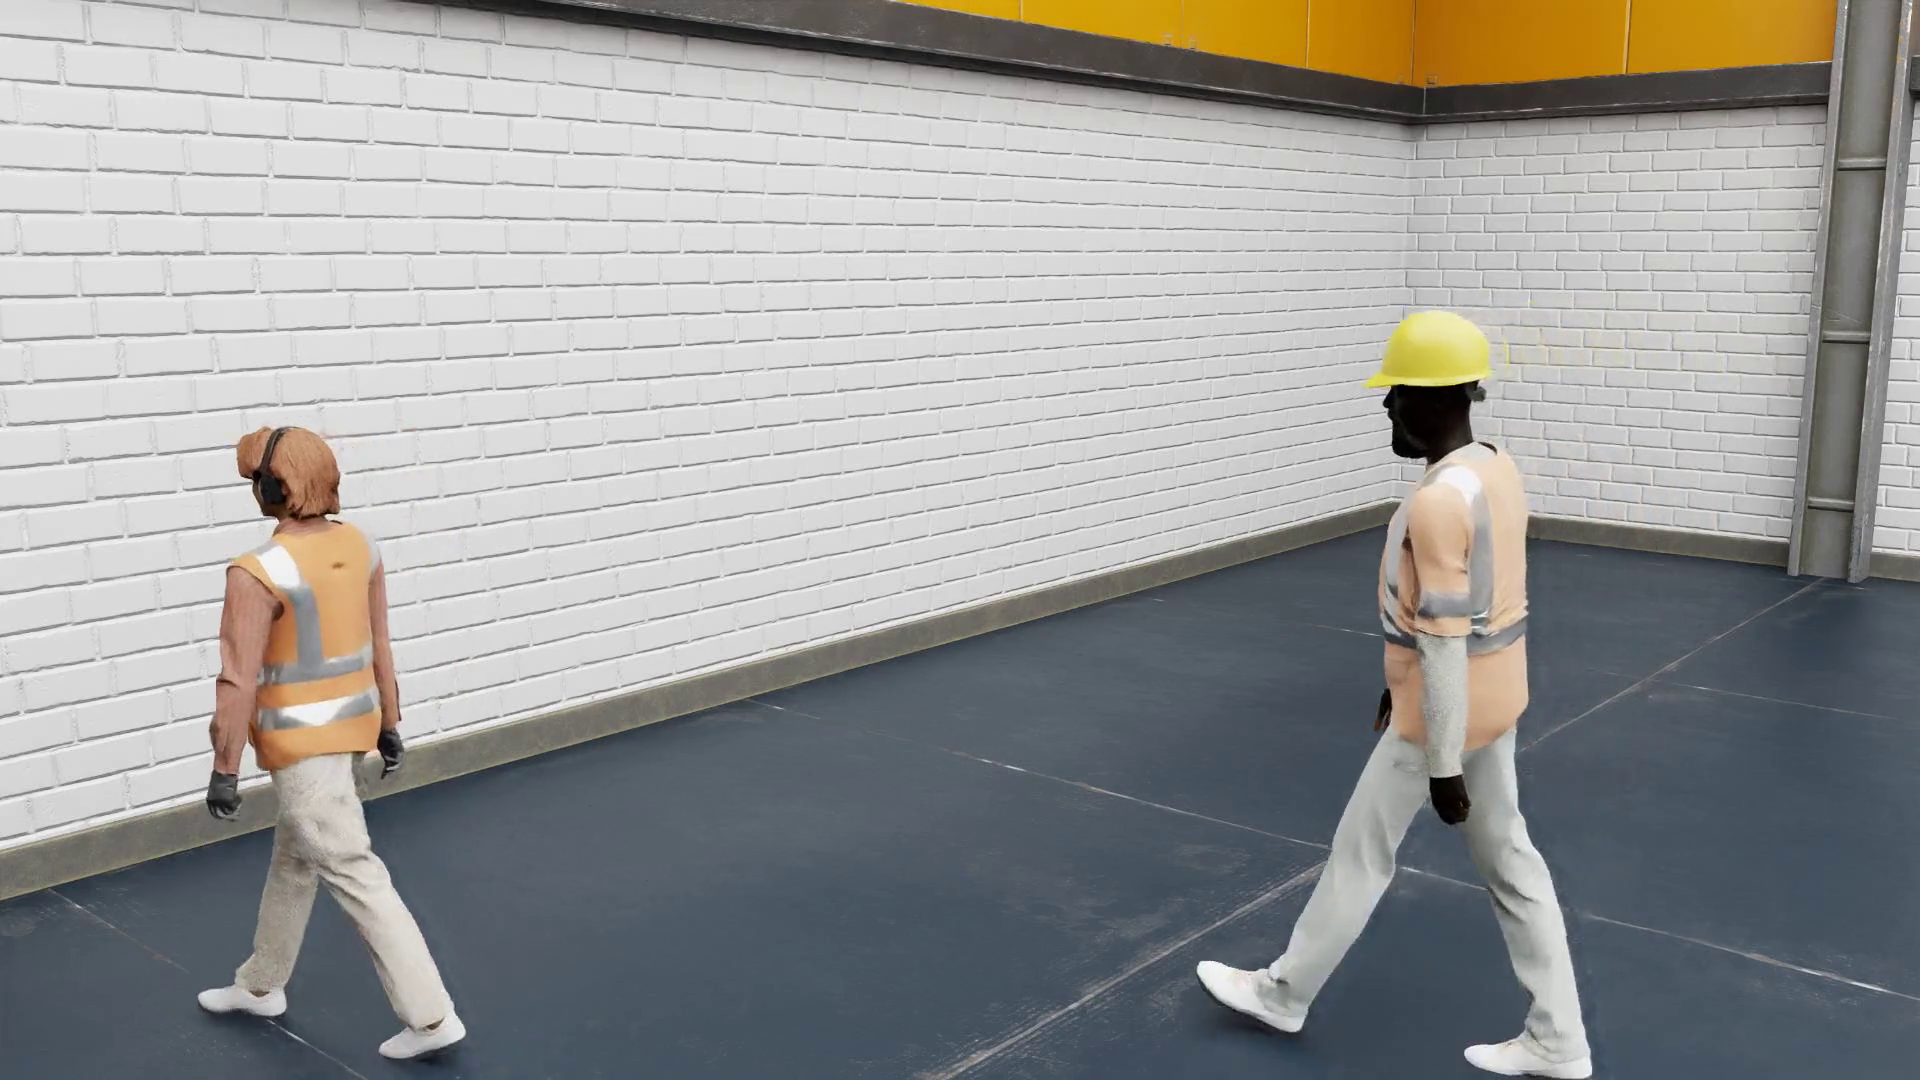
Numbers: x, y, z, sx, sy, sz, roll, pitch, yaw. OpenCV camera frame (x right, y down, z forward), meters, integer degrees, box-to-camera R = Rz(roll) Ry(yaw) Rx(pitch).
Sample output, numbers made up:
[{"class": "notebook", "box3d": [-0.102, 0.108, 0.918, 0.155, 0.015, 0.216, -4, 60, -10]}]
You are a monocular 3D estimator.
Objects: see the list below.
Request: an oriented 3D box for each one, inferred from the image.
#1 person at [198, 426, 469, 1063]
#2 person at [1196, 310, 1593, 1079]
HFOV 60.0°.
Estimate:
[{"class": "person", "box3d": [-1.600, 0.510, 4.144, 0.851, 1.596, 0.530, 3, 10, 14]}, {"class": "person", "box3d": [1.116, 0.386, 4.059, 0.989, 1.875, 0.590, 7, 12, 34]}]
